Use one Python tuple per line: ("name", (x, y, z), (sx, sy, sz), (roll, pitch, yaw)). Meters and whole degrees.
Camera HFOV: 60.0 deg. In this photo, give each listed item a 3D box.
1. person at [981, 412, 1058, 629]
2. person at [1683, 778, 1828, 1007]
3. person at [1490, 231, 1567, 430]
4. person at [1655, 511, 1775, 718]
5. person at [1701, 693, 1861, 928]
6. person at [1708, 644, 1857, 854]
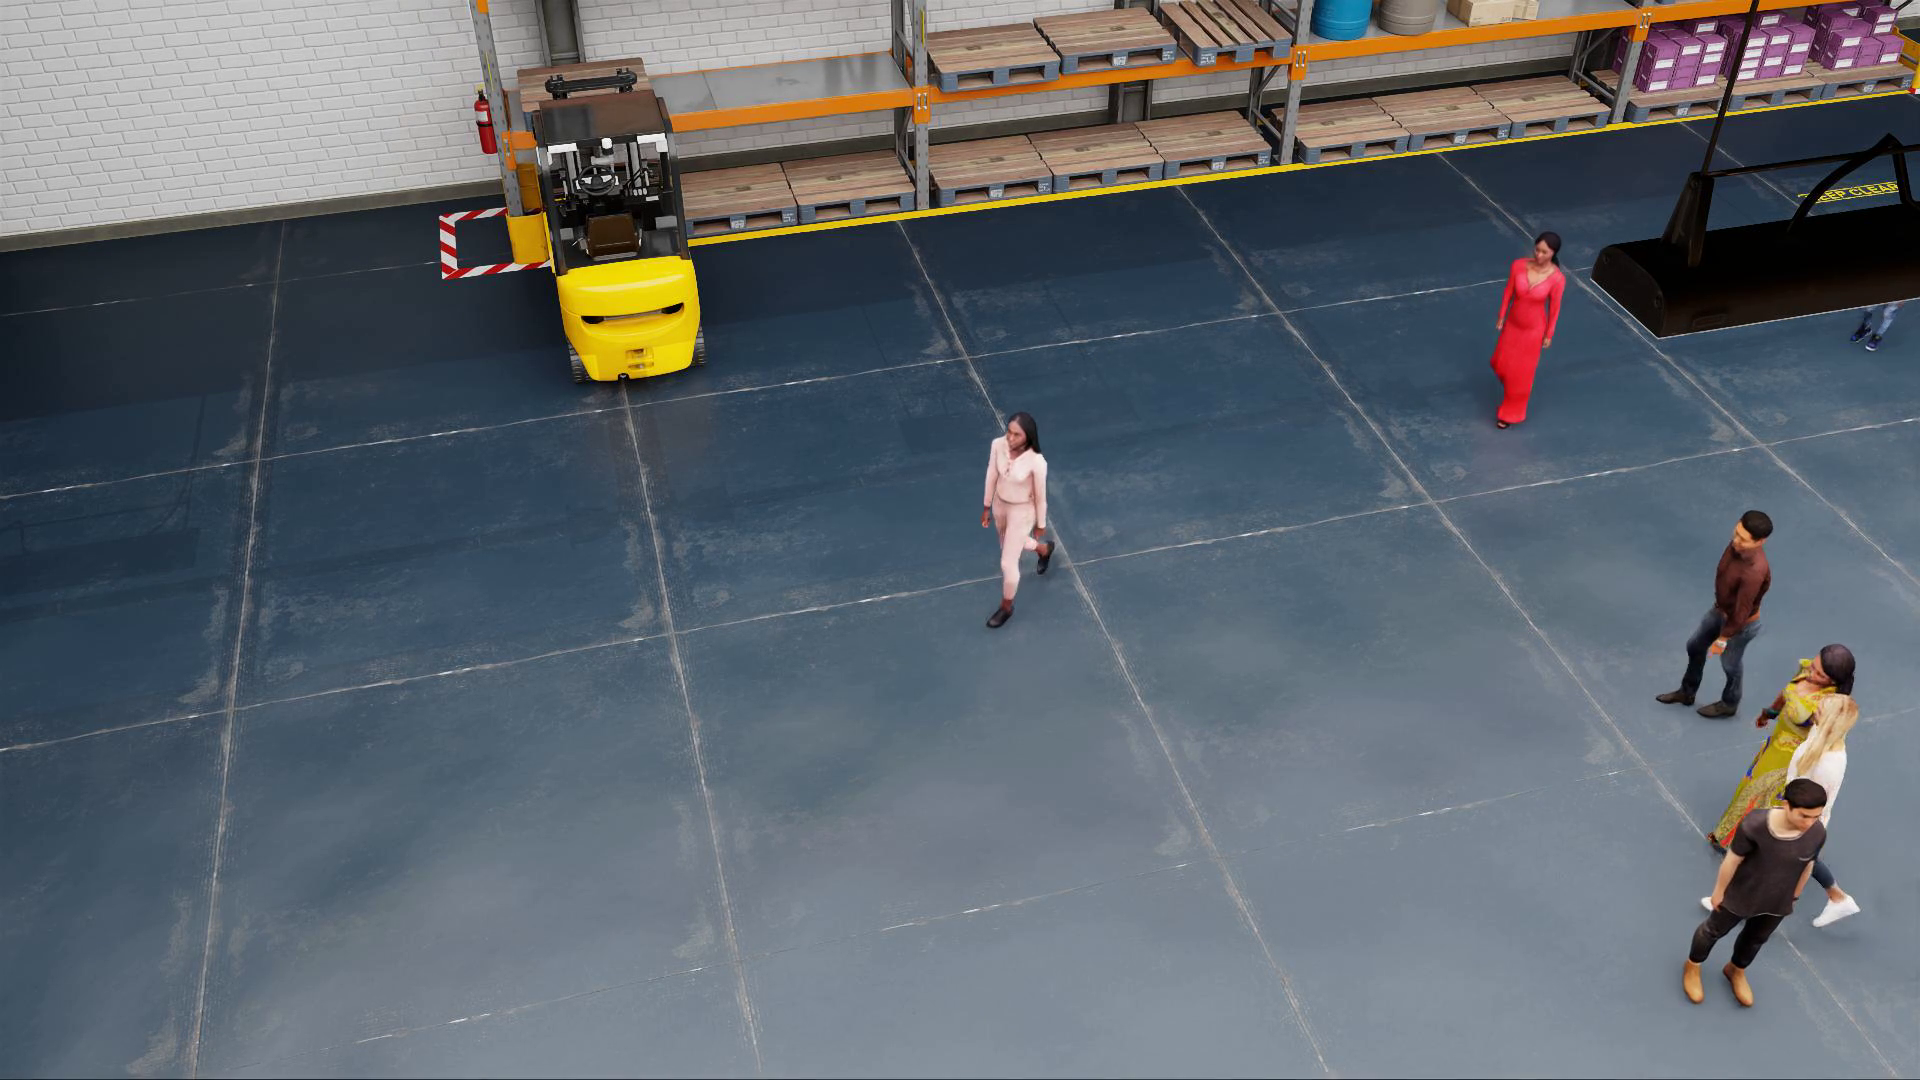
("person", (0.438, -0.213, 11.668), (0.967, 1.695, 1.150), (29, 47, 31))
("person", (4.331, 1.878, 9.036), (0.593, 1.712, 0.745), (4, 39, 4))
("person", (4.637, -1.743, 13.535), (0.871, 1.765, 0.953), (26, 45, 29))
("person", (5.050, 0.509, 10.732), (0.836, 1.735, 0.769), (2, 39, 3))
("person", (4.825, 1.588, 9.343), (1.125, 1.783, 1.004), (12, 40, 14))
("person", (5.087, 1.244, 9.901), (1.019, 1.635, 0.946), (8, 39, 10))
